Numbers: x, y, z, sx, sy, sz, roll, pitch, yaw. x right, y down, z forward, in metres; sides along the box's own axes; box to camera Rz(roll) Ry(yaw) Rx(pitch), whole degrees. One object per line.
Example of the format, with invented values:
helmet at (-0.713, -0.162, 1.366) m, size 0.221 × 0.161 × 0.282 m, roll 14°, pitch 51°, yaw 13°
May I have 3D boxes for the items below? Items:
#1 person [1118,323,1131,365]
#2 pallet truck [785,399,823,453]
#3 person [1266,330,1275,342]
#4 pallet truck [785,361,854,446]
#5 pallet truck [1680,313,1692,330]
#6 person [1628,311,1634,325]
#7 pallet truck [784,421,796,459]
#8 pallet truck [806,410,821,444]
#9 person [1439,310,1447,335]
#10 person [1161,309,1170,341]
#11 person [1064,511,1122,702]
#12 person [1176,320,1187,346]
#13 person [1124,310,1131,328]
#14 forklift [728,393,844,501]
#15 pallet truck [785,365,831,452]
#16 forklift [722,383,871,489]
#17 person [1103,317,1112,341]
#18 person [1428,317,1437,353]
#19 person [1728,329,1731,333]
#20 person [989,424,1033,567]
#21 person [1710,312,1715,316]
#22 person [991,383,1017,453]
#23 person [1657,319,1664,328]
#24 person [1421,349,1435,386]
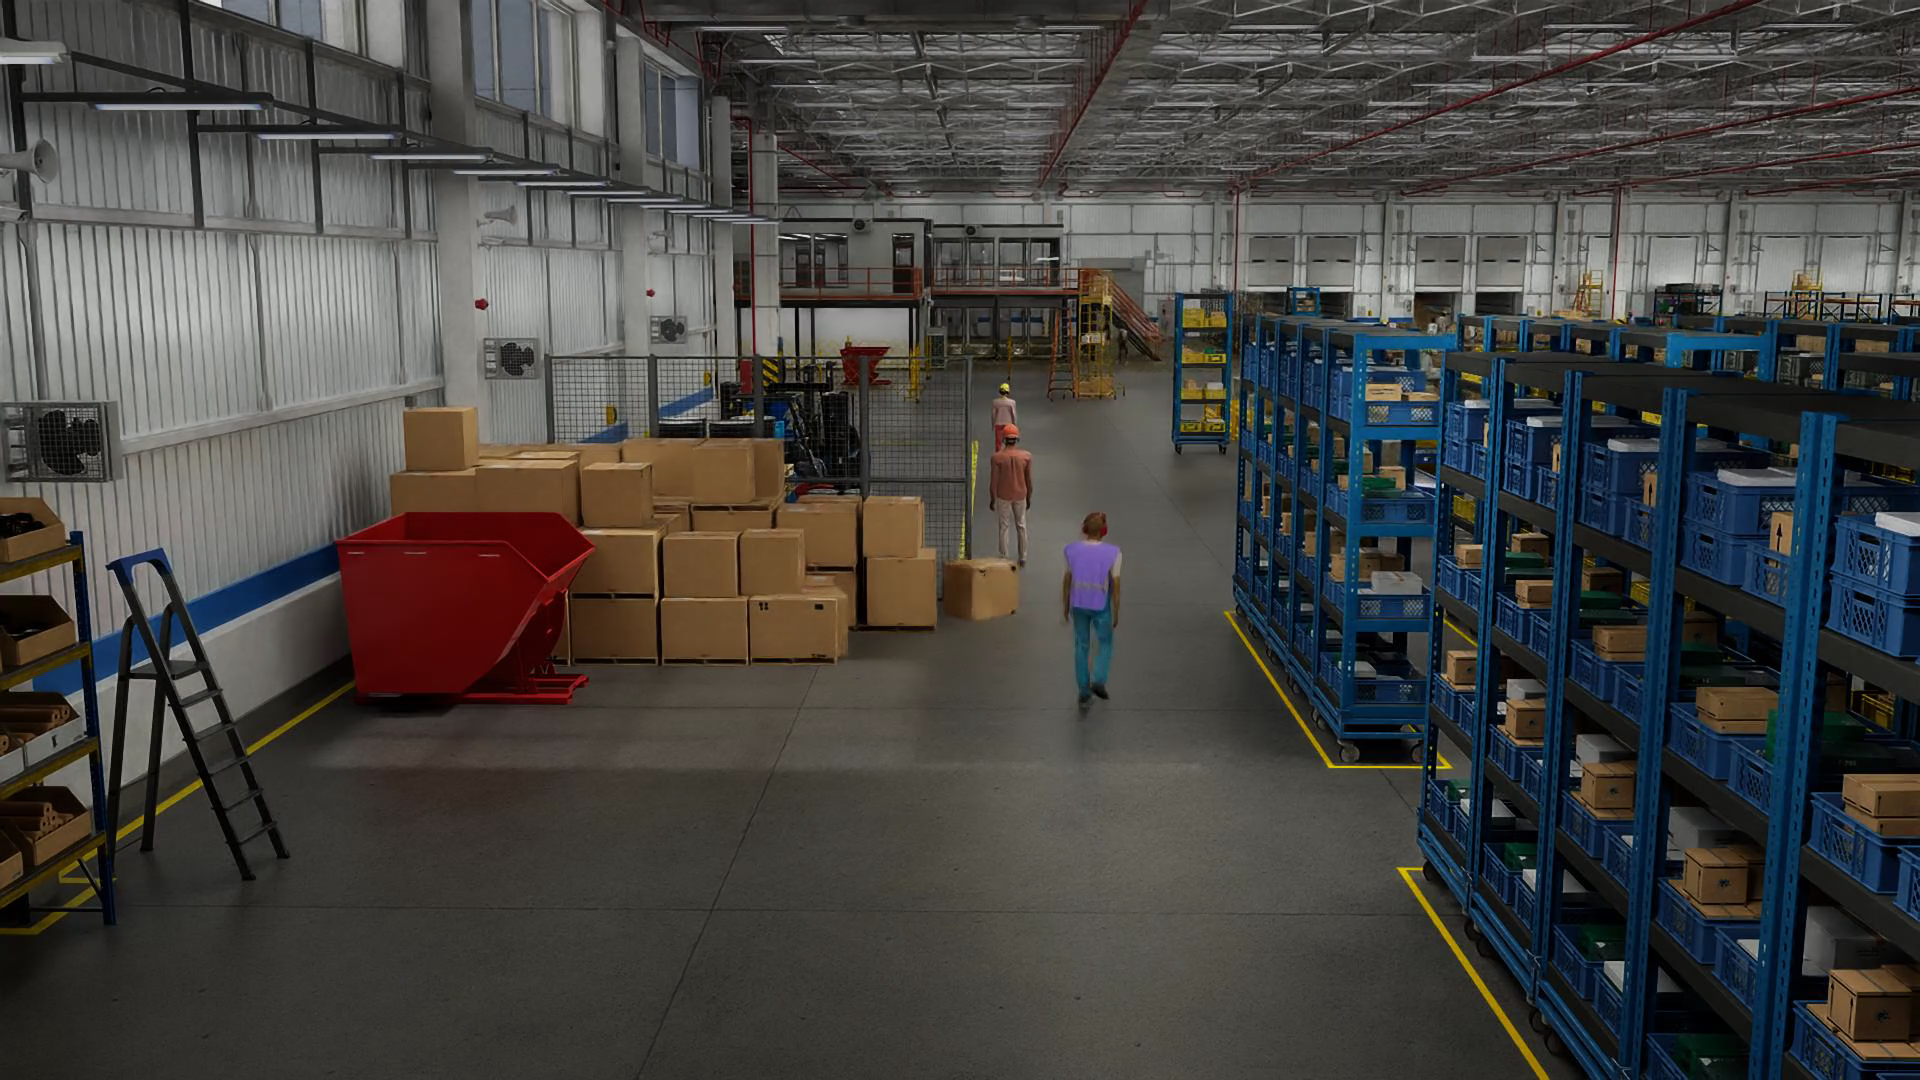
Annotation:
person at (7.217, -8.583, 72.755) m, size 0.759 × 1.822 × 0.541 m, roll -8°, pitch 12°, yaw -42°
pallet truck at (-3.814, -2.432, 36.419) m, size 1.630 × 1.274 × 0.653 m, roll 0°, pitch 9°, yaw 1°
person at (13.178, -8.280, 70.811) m, size 0.569 × 1.861 × 0.849 m, roll 6°, pitch 11°, yaw 35°
pallet truck at (-3.410, -3.193, 38.978) m, size 1.885 × 1.965 × 0.823 m, roll 0°, pitch 9°, yaw -1°
pallet truck at (36.315, -10.531, 84.244) m, size 0.823 × 1.965 × 1.885 m, roll -6°, pitch 11°, yaw -33°
person at (36.967, -11.653, 91.468) m, size 0.893 × 1.908 × 0.553 m, roll 5°, pitch 10°, yaw 26°
pallet truck at (-4.013, -1.793, 32.705) m, size 1.601 × 1.201 × 0.680 m, roll 0°, pitch 9°, yaw 1°
pallet truck at (-3.559, -2.018, 33.905) m, size 1.522 × 1.261 × 0.704 m, roll 0°, pitch 9°, yaw -1°
person at (26.920, -11.855, 92.677) m, size 0.595 × 1.908 × 0.561 m, roll -6°, pitch 11°, yaw -35°
person at (11.933, -12.487, 96.780) m, size 0.495 × 1.853 × 0.509 m, roll -5°, pitch 10°, yaw -28°
person at (1.247, 0.646, 15.820) m, size 0.586 × 1.831 × 0.442 m, roll 3°, pitch 10°, yaw 17°
person at (11.575, -10.942, 87.061) m, size 0.616 × 1.900 × 0.521 m, roll -1°, pitch 9°, yaw -5°
person at (9.920, -12.659, 98.034) m, size 0.975 × 1.782 × 0.630 m, roll 0°, pitch 9°, yaw 2°
forklift at (-2.979, -1.316, 26.476) m, size 2.680 × 1.987 × 1.157 m, roll 0°, pitch 9°, yaw 1°
pallet truck at (-3.774, -2.976, 37.635) m, size 1.885 × 1.965 × 0.823 m, roll 1°, pitch 9°, yaw 5°
forklift at (-2.893, -1.687, 28.729) m, size 2.680 × 1.987 × 1.157 m, roll 0°, pitch 9°, yaw -1°
person at (8.442, -12.430, 96.303) m, size 0.864 × 1.888 × 0.596 m, roll -2°, pitch 9°, yaw -11°
person at (22.733, -9.746, 79.791) m, size 0.722 × 1.858 × 0.602 m, roll -6°, pitch 11°, yaw -31°
person at (29.800, -7.331, 64.593) m, size 0.603 × 1.967 × 0.366 m, roll -6°, pitch 11°, yaw -34°
person at (0.700, -0.599, 22.978) m, size 0.611 × 1.996 × 0.379 m, roll -2°, pitch 10°, yaw -15°
person at (40.005, -11.195, 88.598) m, size 0.600 × 1.899 × 0.776 m, roll -8°, pitch 12°, yaw -41°
person at (0.917, -2.380, 34.677) m, size 0.533 × 1.767 × 0.326 m, roll 2°, pitch 9°, yaw 11°
person at (31.969, -9.109, 75.763) m, size 0.890 × 1.908 × 0.552 m, roll 5°, pitch 11°, yaw 30°
person at (14.495, -5.170, 51.741) m, size 0.703 × 1.809 × 0.609 m, roll 3°, pitch 10°, yaw 16°
